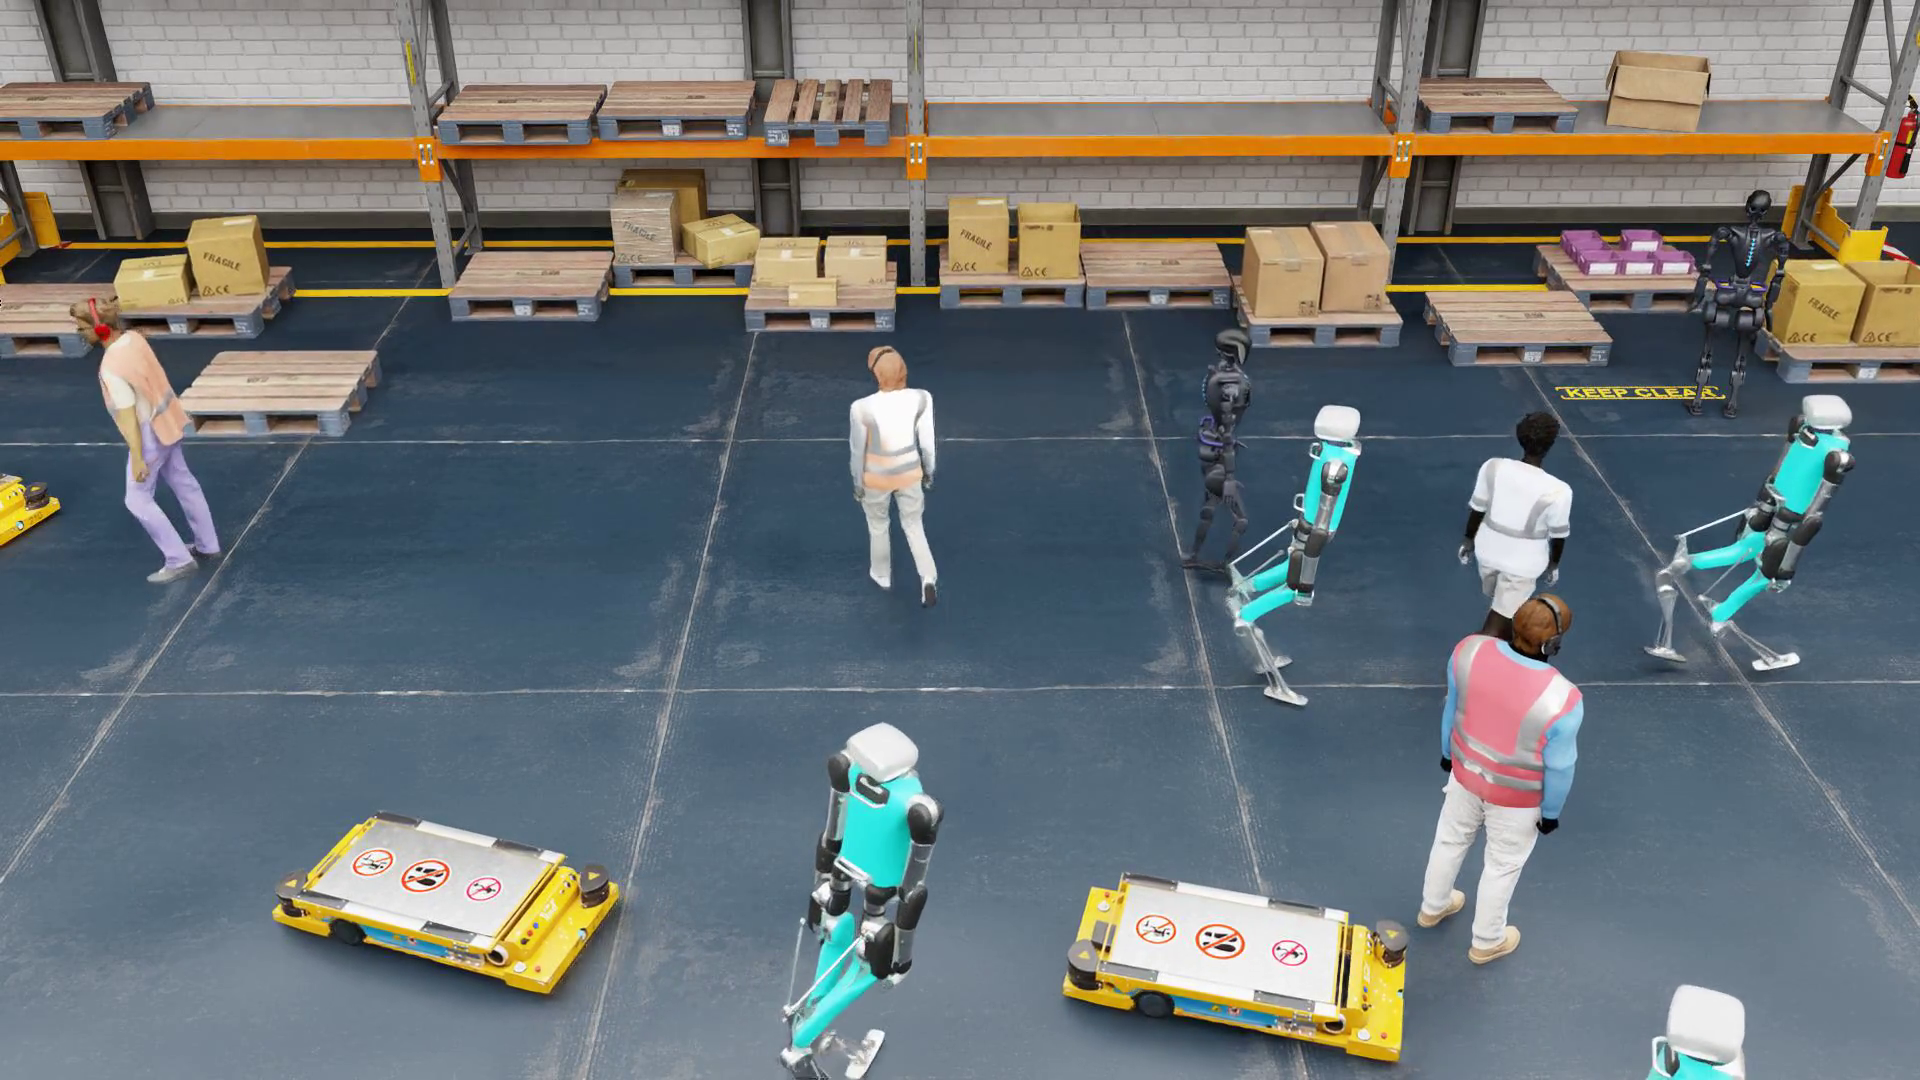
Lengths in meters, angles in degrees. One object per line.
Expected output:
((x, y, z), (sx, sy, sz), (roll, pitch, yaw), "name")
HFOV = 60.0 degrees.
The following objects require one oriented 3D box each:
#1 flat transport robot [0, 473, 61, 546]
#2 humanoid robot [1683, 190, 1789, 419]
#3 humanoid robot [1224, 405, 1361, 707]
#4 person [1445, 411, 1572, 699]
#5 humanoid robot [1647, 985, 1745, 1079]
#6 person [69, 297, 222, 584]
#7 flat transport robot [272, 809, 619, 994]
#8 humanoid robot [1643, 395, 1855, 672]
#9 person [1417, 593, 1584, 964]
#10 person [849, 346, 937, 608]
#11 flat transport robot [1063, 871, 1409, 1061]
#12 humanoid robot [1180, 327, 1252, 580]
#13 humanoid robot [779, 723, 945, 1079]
((-6.674, -0.233, 10.798), (1.431, 0.231, 0.659), (10, 32, 16), "flat transport robot")
((5.496, -1.677, 11.821), (0.599, 1.657, 0.315), (8, 32, 13), "humanoid robot")
((1.671, 0.070, 8.811), (0.728, 1.726, 0.531), (7, 32, 12), "humanoid robot")
((2.946, 0.094, 8.922), (0.864, 1.638, 0.538), (-23, 38, -33), "person")
((2.042, 2.126, 5.445), (0.648, 1.796, 0.534), (10, 32, 16), "humanoid robot")
((-4.830, -0.597, 9.907), (0.459, 1.818, 0.595), (-5, 31, -9), "person")
((-2.372, 1.645, 7.672), (1.431, 0.231, 0.659), (10, 32, 16), "flat transport robot")
((4.176, 0.039, 8.957), (1.054, 1.745, 0.530), (0, 31, 0), "humanoid robot")
((2.347, 1.023, 7.196), (0.431, 1.835, 0.628), (-23, 38, -33), "person")
((-0.371, -0.341, 9.667), (0.518, 1.616, 0.641), (-11, 33, -17), "person")
((1.221, 1.857, 7.320), (1.431, 0.231, 0.659), (8, 32, 13), "flat transport robot")
((1.583, -0.511, 9.897), (0.452, 1.651, 0.600), (3, 31, 5), "humanoid robot")
((-0.490, 1.590, 6.347), (0.544, 1.748, 0.870), (24, 39, 34), "humanoid robot")
